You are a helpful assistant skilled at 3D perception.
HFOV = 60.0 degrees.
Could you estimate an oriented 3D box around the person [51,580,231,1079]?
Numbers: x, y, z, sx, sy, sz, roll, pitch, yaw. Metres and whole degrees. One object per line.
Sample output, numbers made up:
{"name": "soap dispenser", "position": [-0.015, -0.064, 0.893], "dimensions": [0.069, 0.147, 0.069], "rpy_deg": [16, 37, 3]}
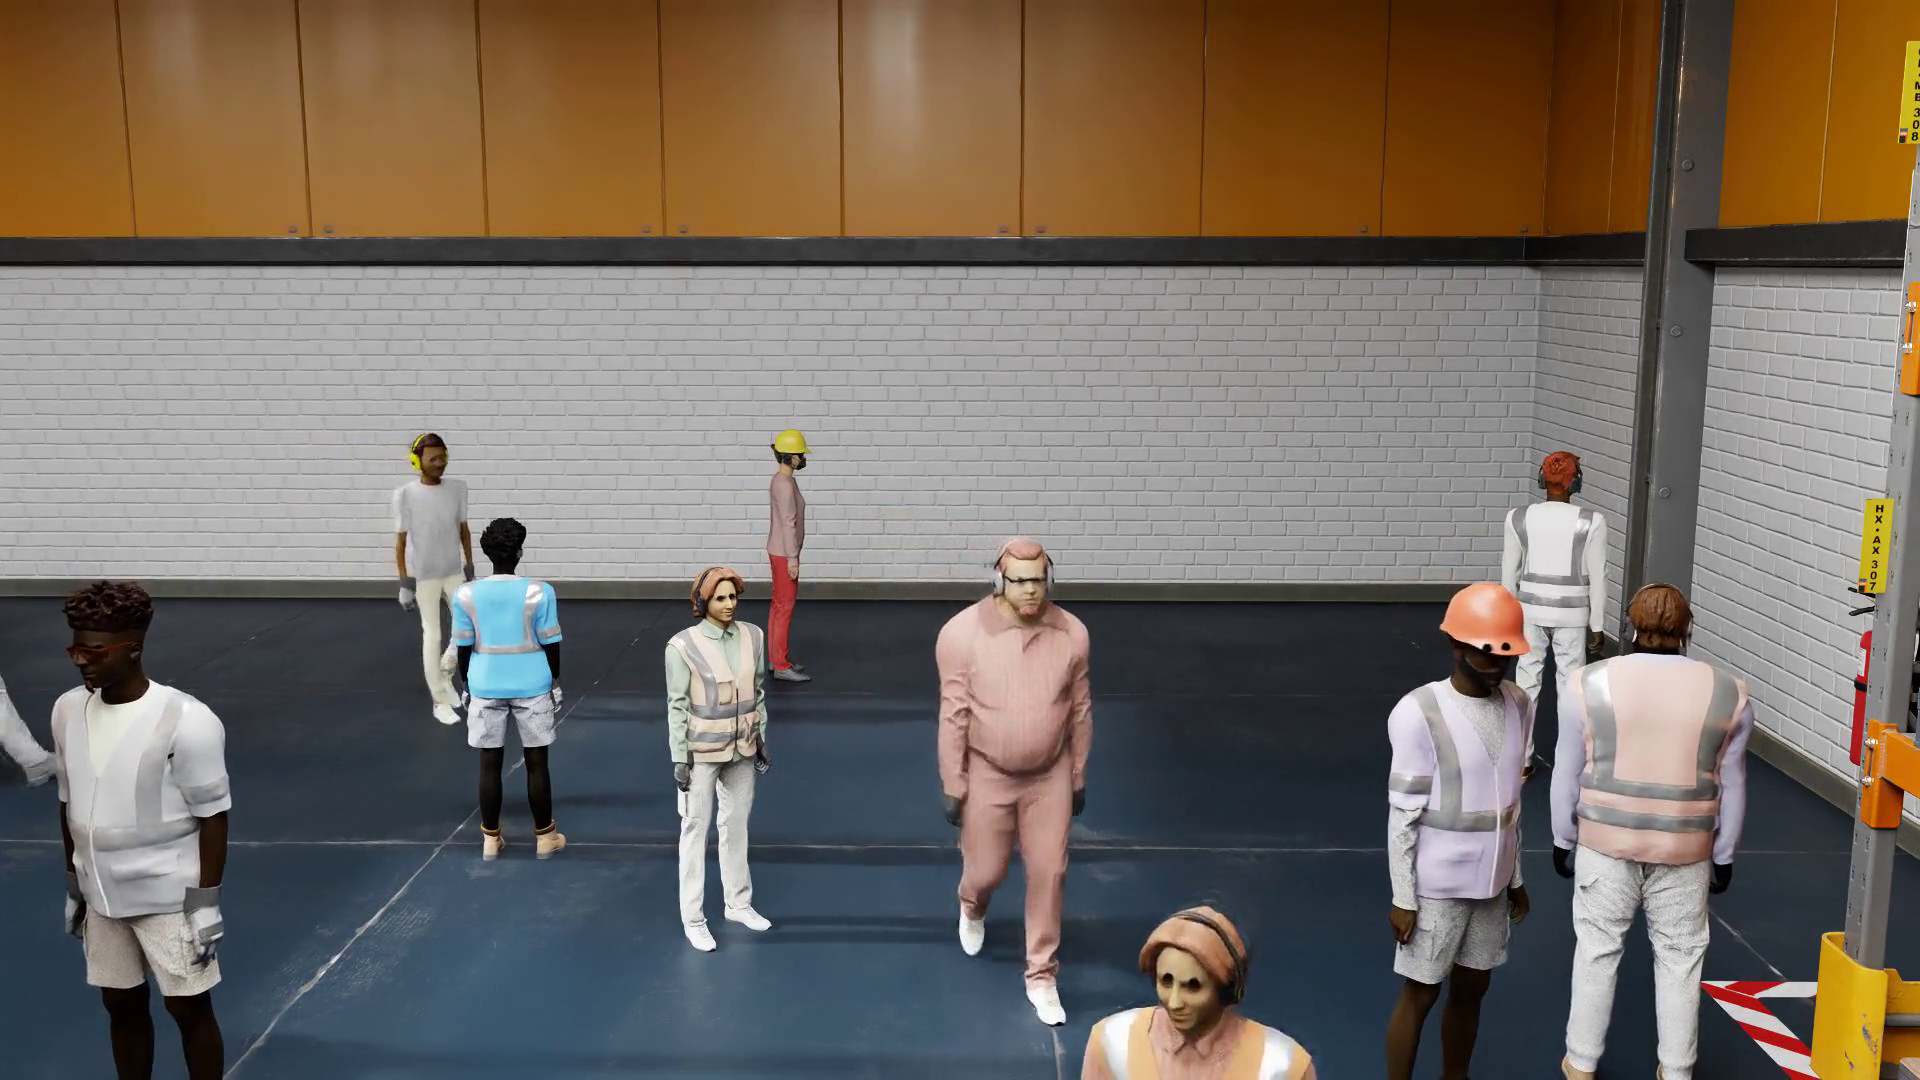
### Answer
{"name": "person", "position": [-2.555, 1.084, 5.198], "dimensions": [0.608, 1.965, 0.370], "rpy_deg": [3, 10, 17]}

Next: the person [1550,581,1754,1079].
{"name": "person", "position": [2.381, 1.053, 5.794], "dimensions": [0.630, 1.835, 0.429], "rpy_deg": [3, 10, 16]}

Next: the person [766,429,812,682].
{"name": "person", "position": [-1.193, 0.102, 11.684], "dimensions": [0.328, 1.767, 0.532], "rpy_deg": [-2, 10, -12]}

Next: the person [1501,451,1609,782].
{"name": "person", "position": [3.310, 0.445, 9.278], "dimensions": [0.573, 1.883, 0.353], "rpy_deg": [6, 11, 33]}

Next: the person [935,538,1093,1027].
{"name": "person", "position": [0.210, 0.899, 6.557], "dimensions": [0.646, 1.883, 0.693], "rpy_deg": [-2, 10, -13]}

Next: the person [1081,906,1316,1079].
{"name": "person", "position": [0.482, 1.545, 3.558], "dimensions": [0.531, 1.585, 0.913], "rpy_deg": [4, 10, 24]}

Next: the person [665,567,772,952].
{"name": "person", "position": [-1.036, 0.921, 7.156], "dimensions": [0.309, 1.641, 0.514], "rpy_deg": [9, 13, 42]}

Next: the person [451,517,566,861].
{"name": "person", "position": [-2.193, 0.733, 8.124], "dimensions": [0.532, 1.693, 0.319], "rpy_deg": [0, 9, -1]}

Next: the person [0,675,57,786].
{"name": "person", "position": [-5.413, 0.474, 9.037], "dimensions": [0.628, 1.891, 0.985], "rpy_deg": [8, 13, 41]}

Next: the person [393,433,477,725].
{"name": "person", "position": [-3.308, 0.241, 10.565], "dimensions": [0.544, 1.860, 0.411], "rpy_deg": [-9, 13, -42]}

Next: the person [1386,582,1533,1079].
{"name": "person", "position": [1.619, 1.080, 5.318], "dimensions": [0.552, 1.932, 0.377], "rpy_deg": [-5, 11, -26]}
